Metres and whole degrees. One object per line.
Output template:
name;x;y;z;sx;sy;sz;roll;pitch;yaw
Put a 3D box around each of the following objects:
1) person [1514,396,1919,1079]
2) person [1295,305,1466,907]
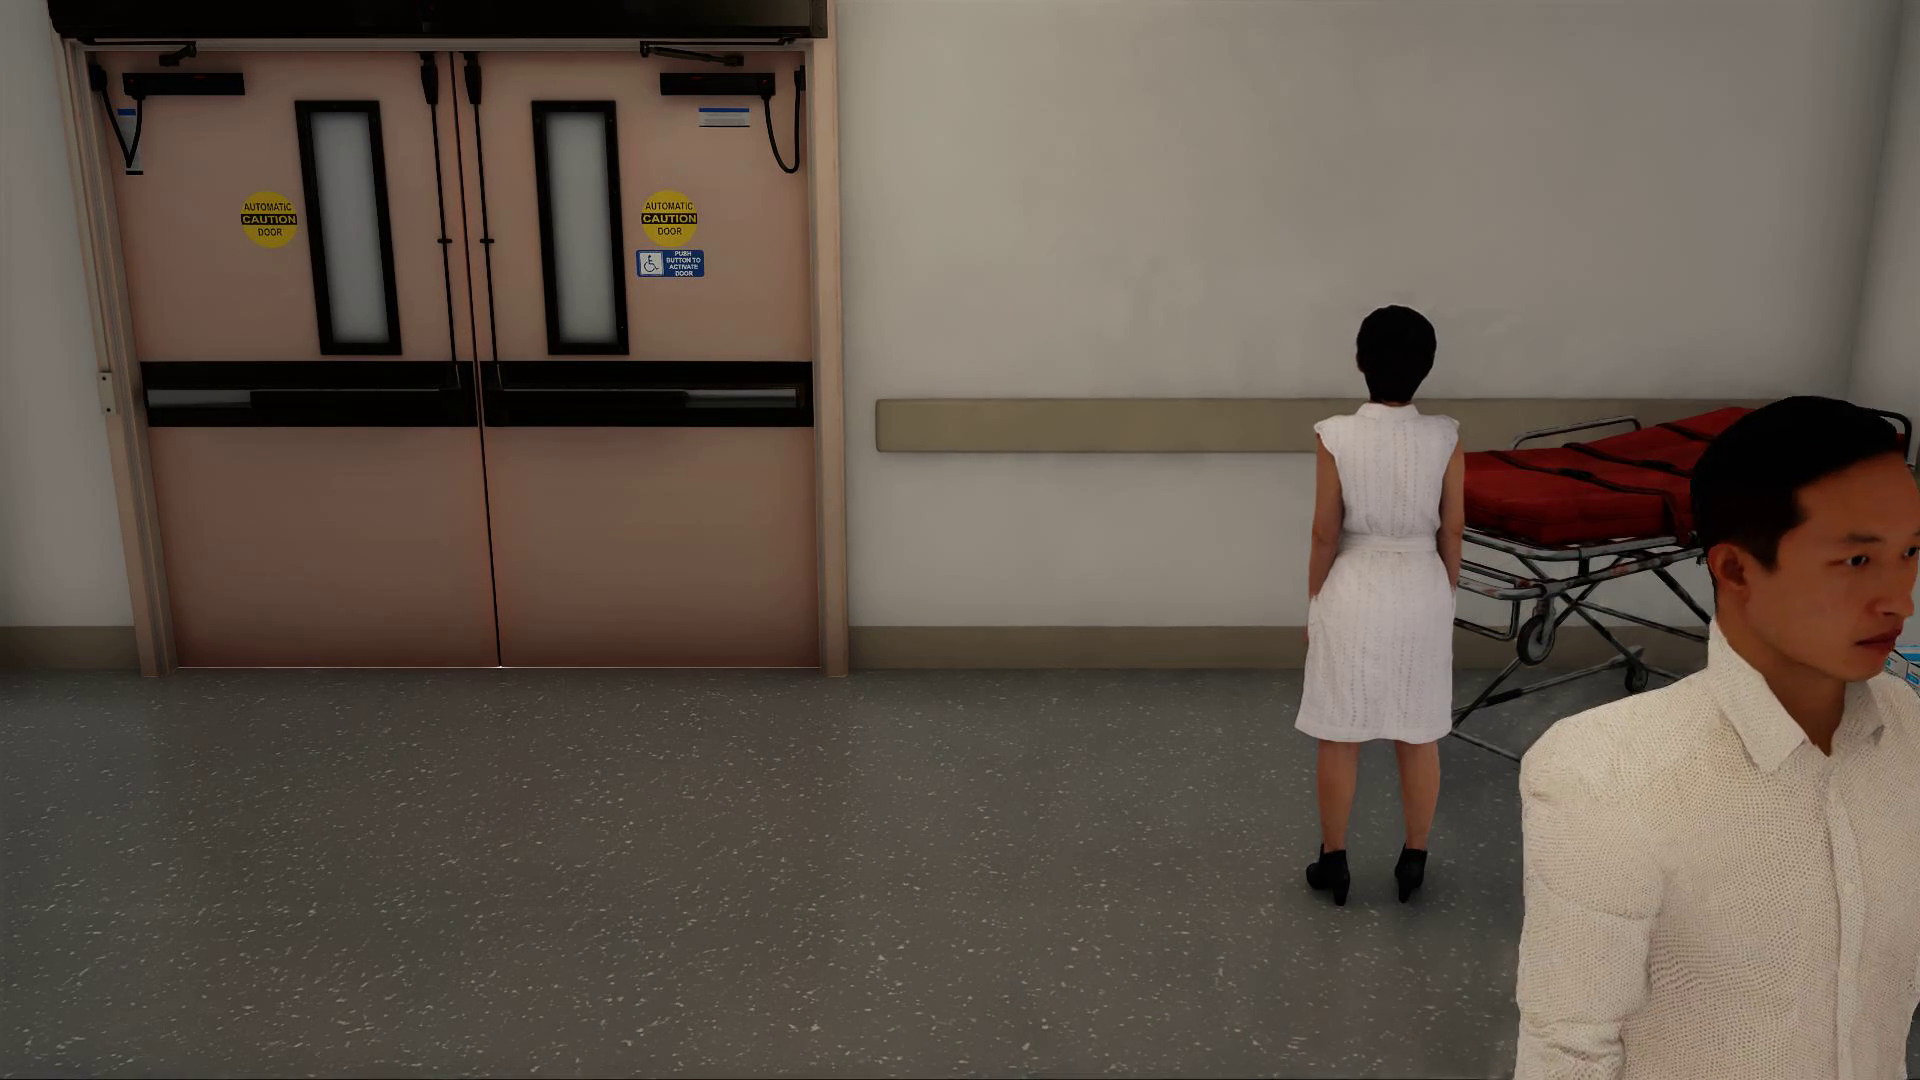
person;0.781;0.710;1.872;0.848;1.803;0.959;-6;17;-21
person;1.065;0.182;4.203;0.556;1.555;0.518;1;16;3
